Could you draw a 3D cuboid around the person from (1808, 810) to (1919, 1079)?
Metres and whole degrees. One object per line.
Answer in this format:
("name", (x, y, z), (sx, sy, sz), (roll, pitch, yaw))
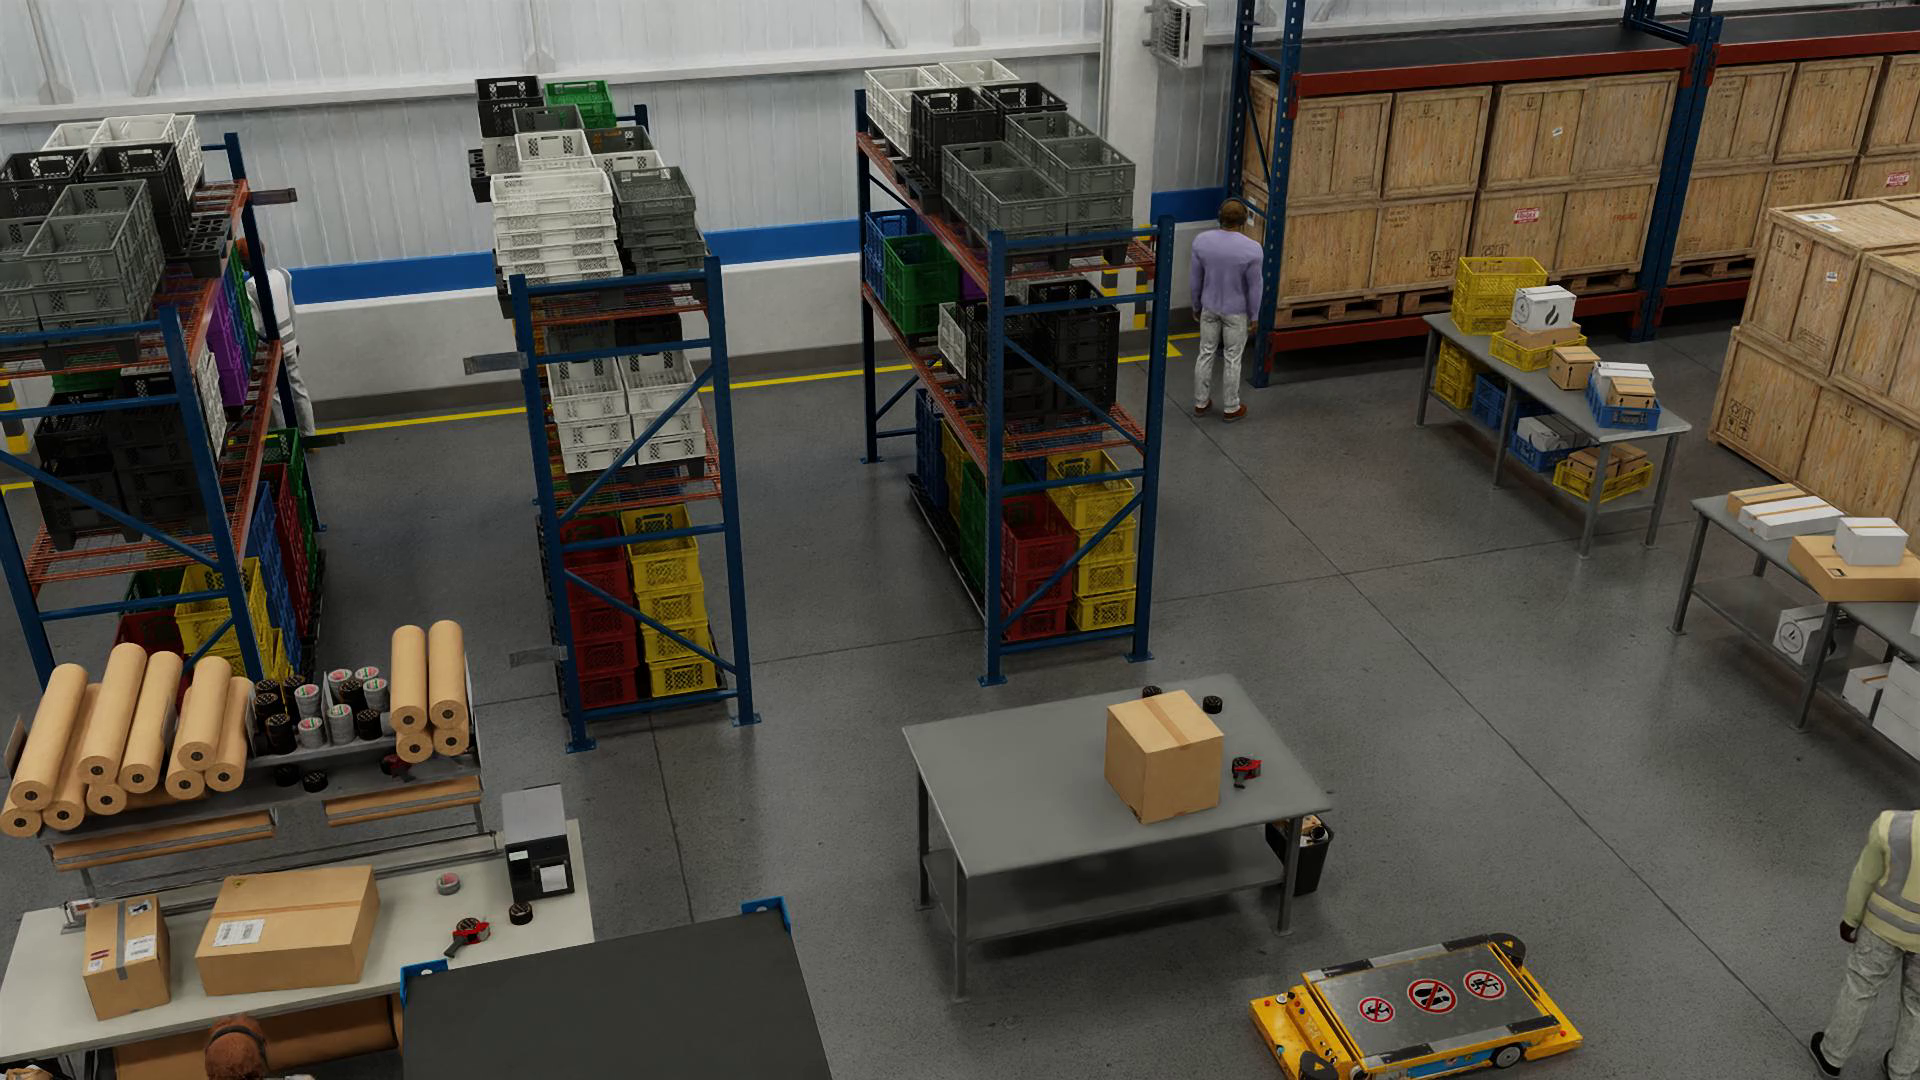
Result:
("person", (4.262, 1.705, 7.431), (0.590, 1.823, 0.403), (11, 31, 19))

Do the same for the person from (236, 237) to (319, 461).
("person", (-5.450, -1.498, 13.200), (0.355, 1.881, 0.576), (8, 30, 15))

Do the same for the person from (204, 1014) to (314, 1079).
("person", (-2.601, 2.429, 6.308), (0.550, 1.627, 0.420), (-9, 30, -16))

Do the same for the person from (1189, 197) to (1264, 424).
("person", (2.219, -1.921, 13.909), (0.636, 1.940, 0.365), (16, 32, 26))

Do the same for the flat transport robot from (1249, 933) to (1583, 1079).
("flat transport robot", (2.184, 2.282, 7.980), (1.431, 0.197, 0.652), (-8, 30, -14))
